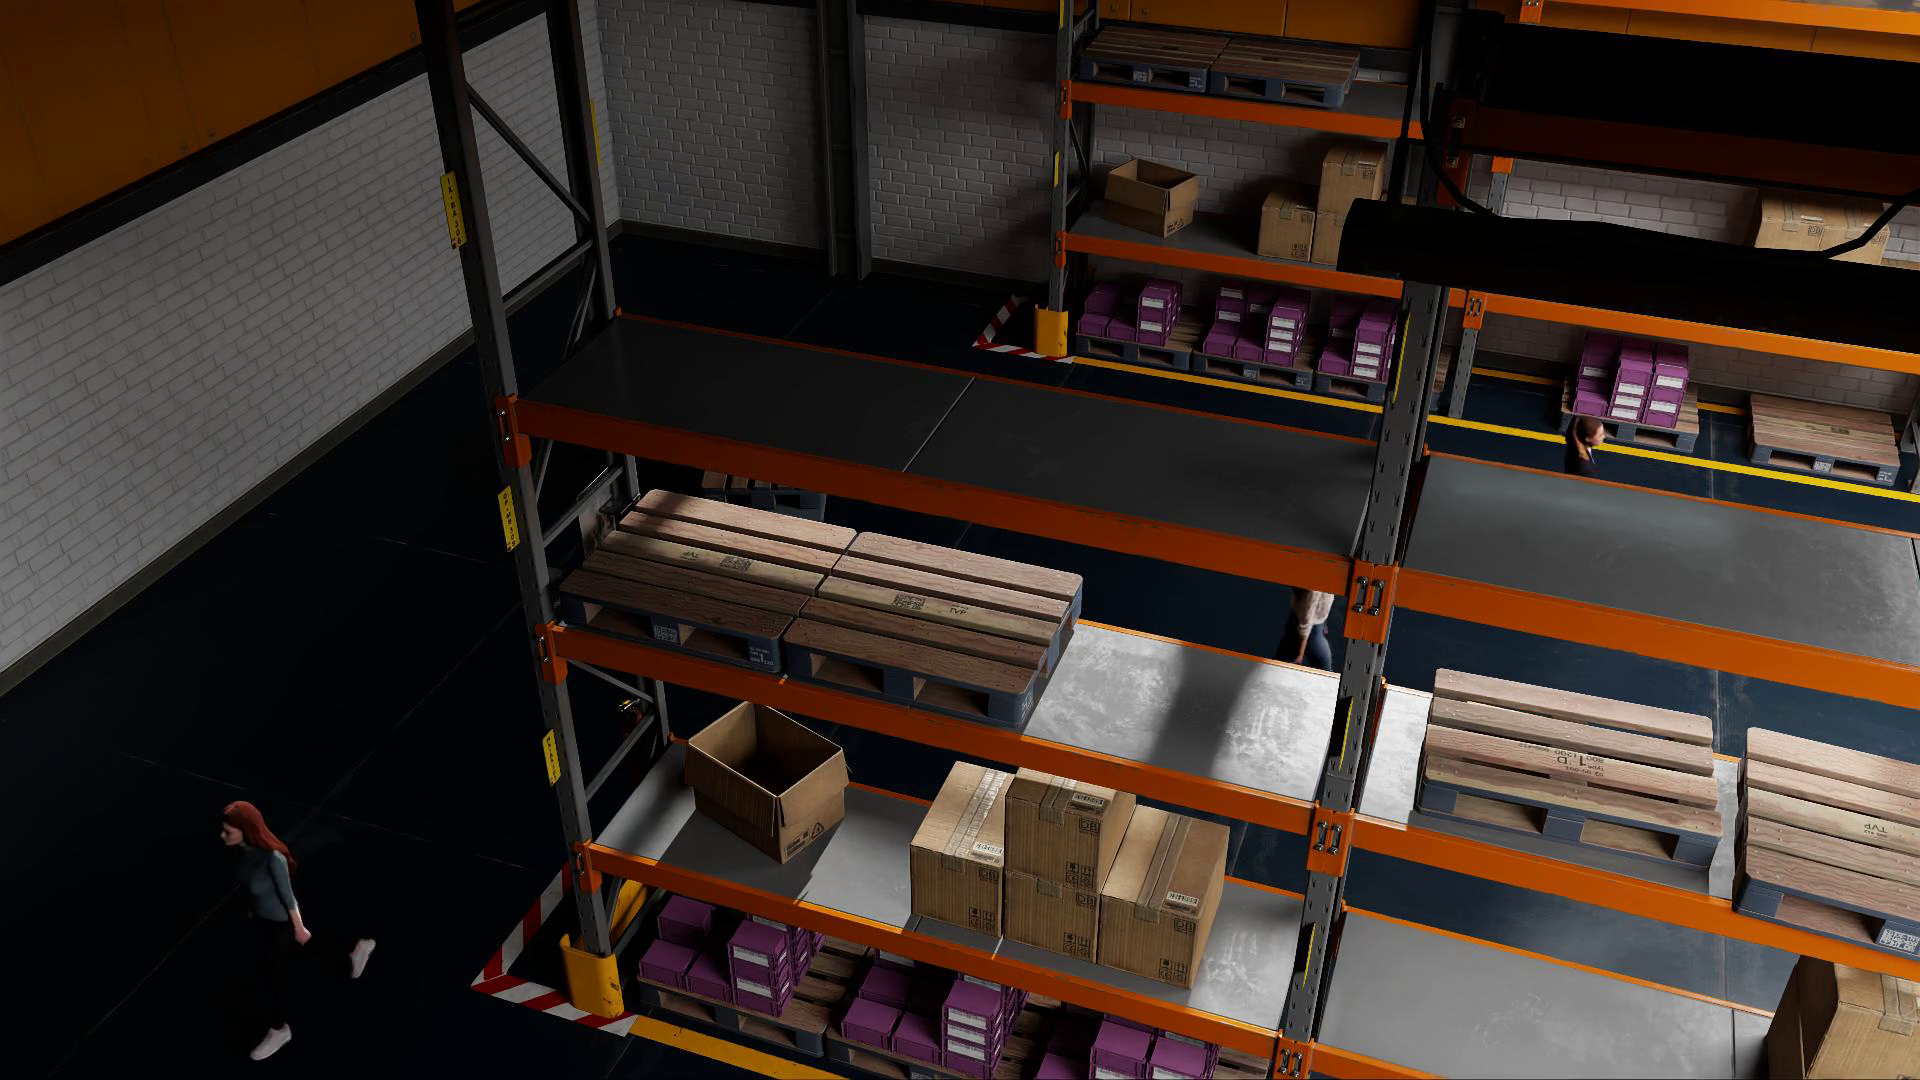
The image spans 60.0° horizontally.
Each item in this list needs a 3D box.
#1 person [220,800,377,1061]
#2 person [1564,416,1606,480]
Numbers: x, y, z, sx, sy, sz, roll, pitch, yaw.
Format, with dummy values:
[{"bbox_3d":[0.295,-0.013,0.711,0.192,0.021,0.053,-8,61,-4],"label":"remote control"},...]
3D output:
[{"bbox_3d":[-3.778,2.090,9.384,1.134,1.715,0.889,24,40,31],"label":"person"},{"bbox_3d":[4.591,-0.188,12.831,1.071,1.693,0.576,10,35,15],"label":"person"}]
